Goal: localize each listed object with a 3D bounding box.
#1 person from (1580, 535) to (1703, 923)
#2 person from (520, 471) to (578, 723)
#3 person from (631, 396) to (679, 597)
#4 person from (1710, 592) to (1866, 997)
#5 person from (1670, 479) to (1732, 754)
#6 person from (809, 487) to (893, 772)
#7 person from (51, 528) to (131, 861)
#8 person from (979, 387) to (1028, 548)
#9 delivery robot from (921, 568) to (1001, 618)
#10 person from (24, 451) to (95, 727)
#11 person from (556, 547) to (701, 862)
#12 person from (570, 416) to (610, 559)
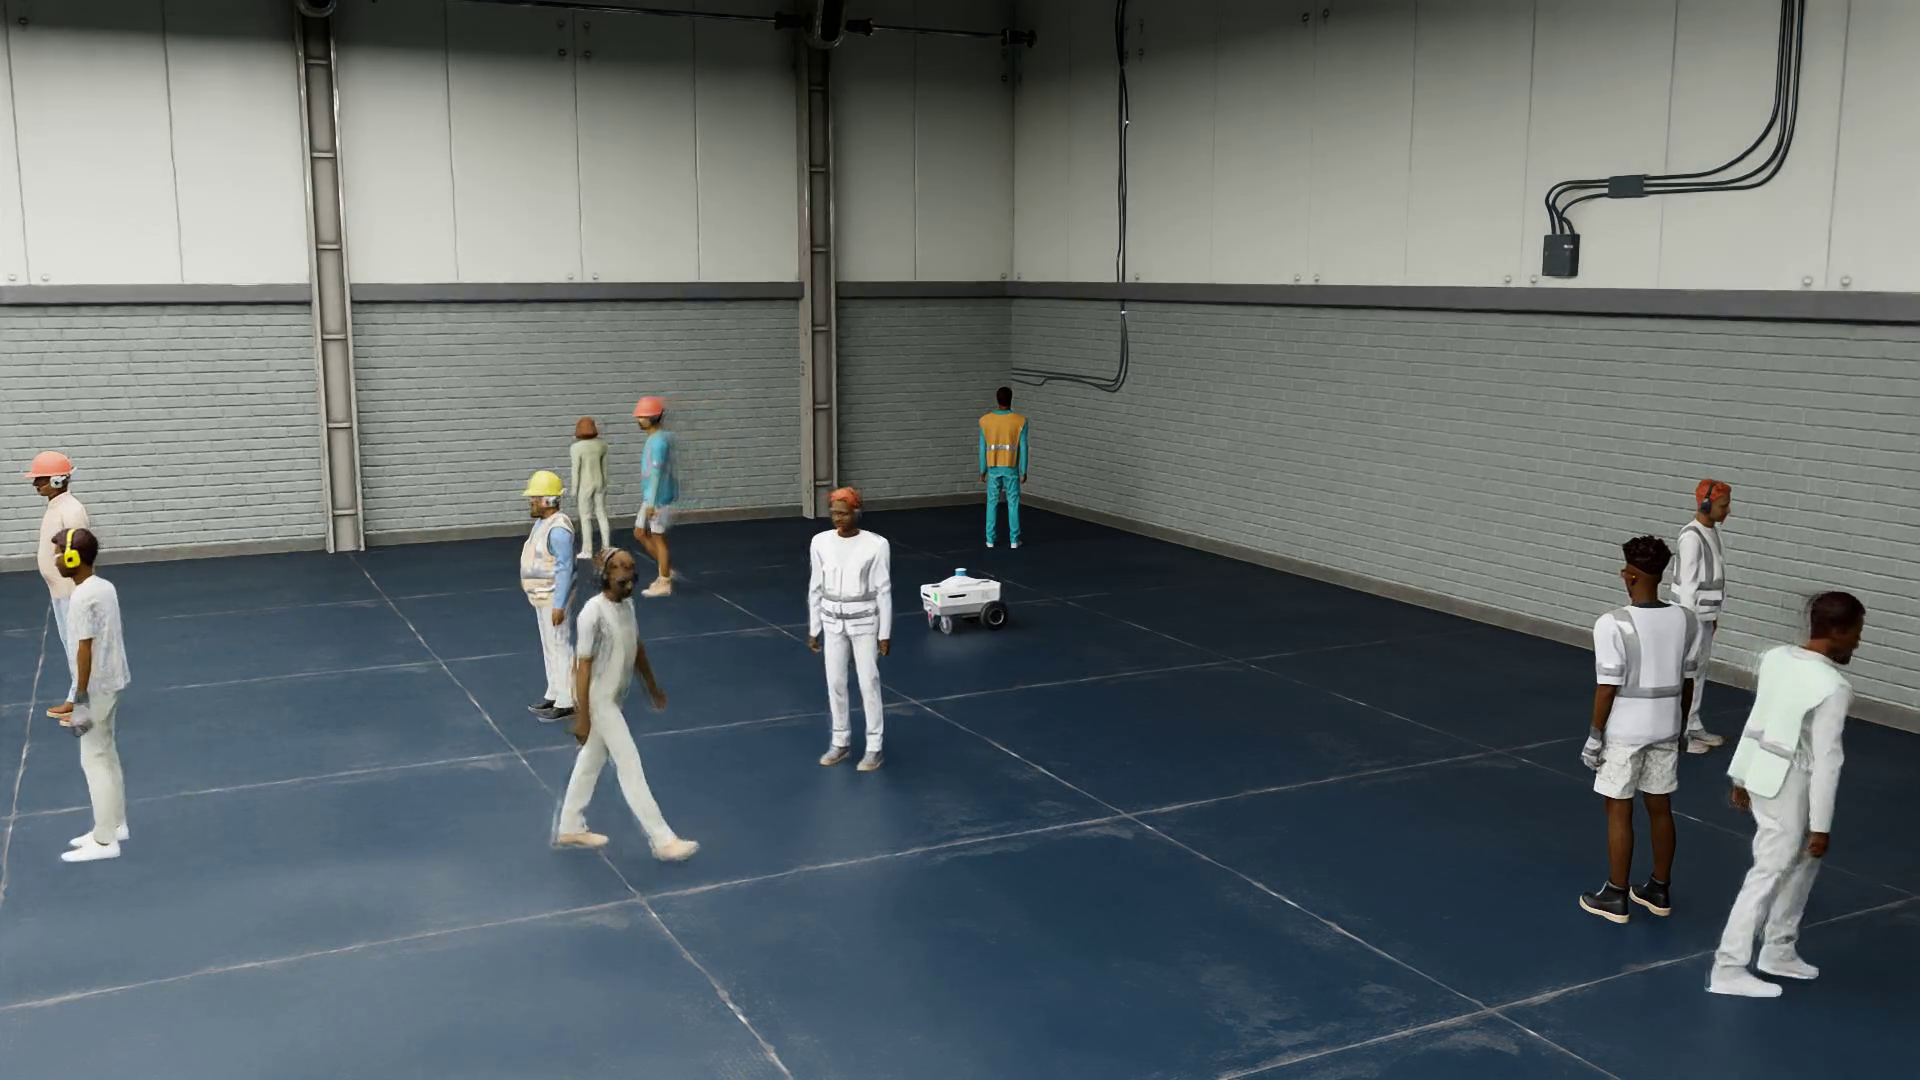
[{"bbox_3d":[3.424,0.950,8.406,0.612,1.963,0.361,-3,10,-17],"label":"person"},{"bbox_3d":[-3.001,0.408,12.154,0.404,1.830,0.601,-4,10,-25],"label":"person"},{"bbox_3d":[-3.079,-0.425,16.686,0.419,2.031,0.610,-3,10,-19],"label":"person"},{"bbox_3d":[3.749,1.149,7.468,0.677,1.874,0.619,0,9,1],"label":"person"},{"bbox_3d":[5.049,0.516,11.365,0.368,1.879,0.580,7,12,37],"label":"person"},{"bbox_3d":[-0.719,0.580,10.952,0.586,1.878,0.357,3,10,20],"label":"person"},{"bbox_3d":[-4.872,0.857,9.313,0.382,1.863,0.558,-2,9,-11],"label":"person"},{"bbox_3d":[0.514,-0.855,19.722,0.587,1.910,0.395,2,9,11],"label":"person"},{"bbox_3d":[0.008,0.502,15.211,0.707,0.478,0.477,-5,10,-26],"label":"delivery robot"},{"bbox_3d":[-6.468,0.348,12.025,0.396,1.992,0.623,-8,12,-40],"label":"person"},{"bbox_3d":[-1.881,0.905,9.236,0.934,1.780,0.647,1,9,8],"label":"person"},{"bbox_3d":[-4.218,-0.592,18.948,0.284,1.636,0.504,8,12,40],"label":"person"}]
